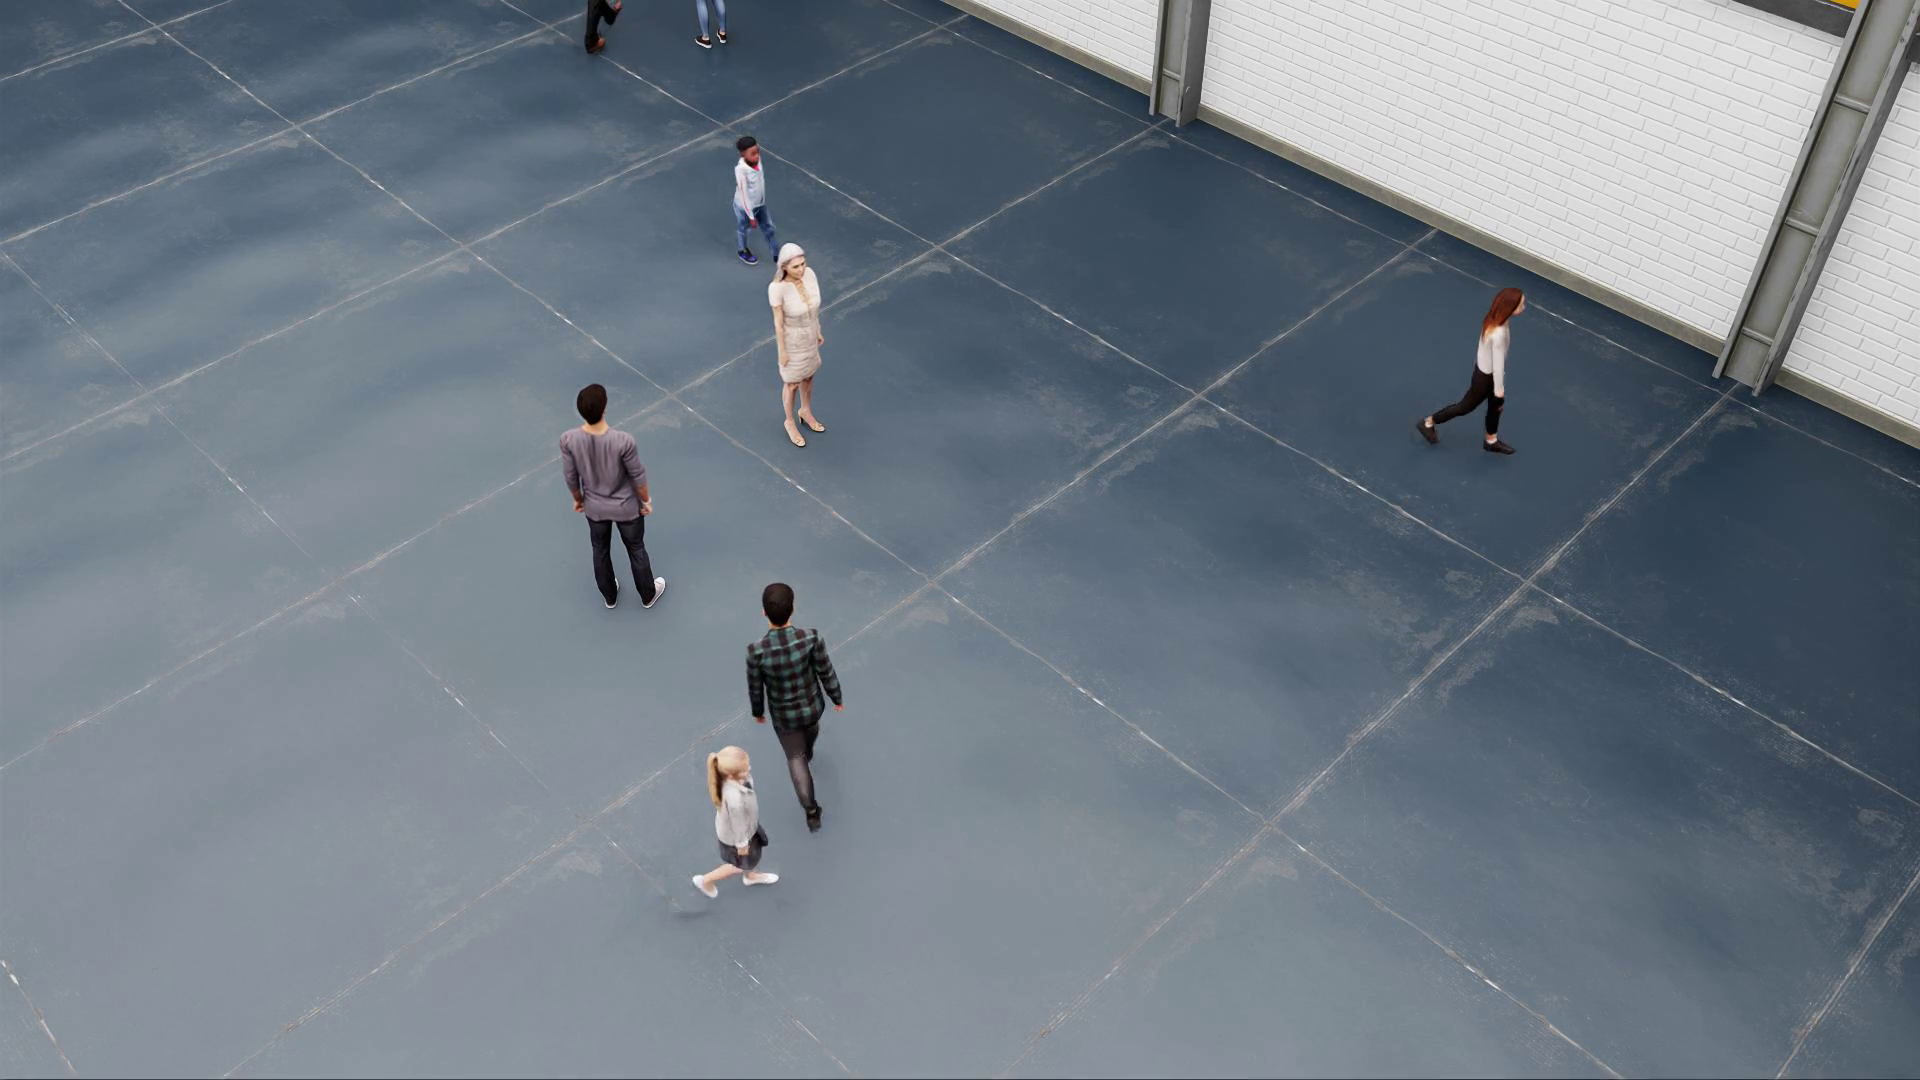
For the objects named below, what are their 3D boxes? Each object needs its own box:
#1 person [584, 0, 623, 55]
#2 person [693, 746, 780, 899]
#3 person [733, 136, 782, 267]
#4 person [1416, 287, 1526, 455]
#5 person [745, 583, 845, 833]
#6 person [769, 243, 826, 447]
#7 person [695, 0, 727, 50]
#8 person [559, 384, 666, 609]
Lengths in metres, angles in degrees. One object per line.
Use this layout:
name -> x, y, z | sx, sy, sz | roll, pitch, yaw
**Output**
person -> -3.819, -5.839, 17.037 | 1.183, 1.707, 1.043 | 15, 46, 15
person -> -1.327, 1.636, 9.510 | 0.793, 1.267, 0.755 | -8, 44, -9
person -> -1.844, -2.920, 14.316 | 0.810, 1.235, 0.548 | 28, 50, 26
person -> 3.851, -1.238, 12.390 | 1.053, 1.455, 0.810 | 14, 45, 14
person -> -0.962, 1.031, 9.963 | 1.017, 1.676, 1.214 | -13, 45, -14
person -> -1.209, -1.472, 12.433 | 0.561, 1.735, 0.611 | 30, 51, 28
person -> -2.630, -5.904, 17.123 | 0.678, 1.684, 0.634 | -23, 48, -22
person -> -2.331, -0.270, 11.087 | 0.723, 1.851, 0.799 | 2, 44, 2
